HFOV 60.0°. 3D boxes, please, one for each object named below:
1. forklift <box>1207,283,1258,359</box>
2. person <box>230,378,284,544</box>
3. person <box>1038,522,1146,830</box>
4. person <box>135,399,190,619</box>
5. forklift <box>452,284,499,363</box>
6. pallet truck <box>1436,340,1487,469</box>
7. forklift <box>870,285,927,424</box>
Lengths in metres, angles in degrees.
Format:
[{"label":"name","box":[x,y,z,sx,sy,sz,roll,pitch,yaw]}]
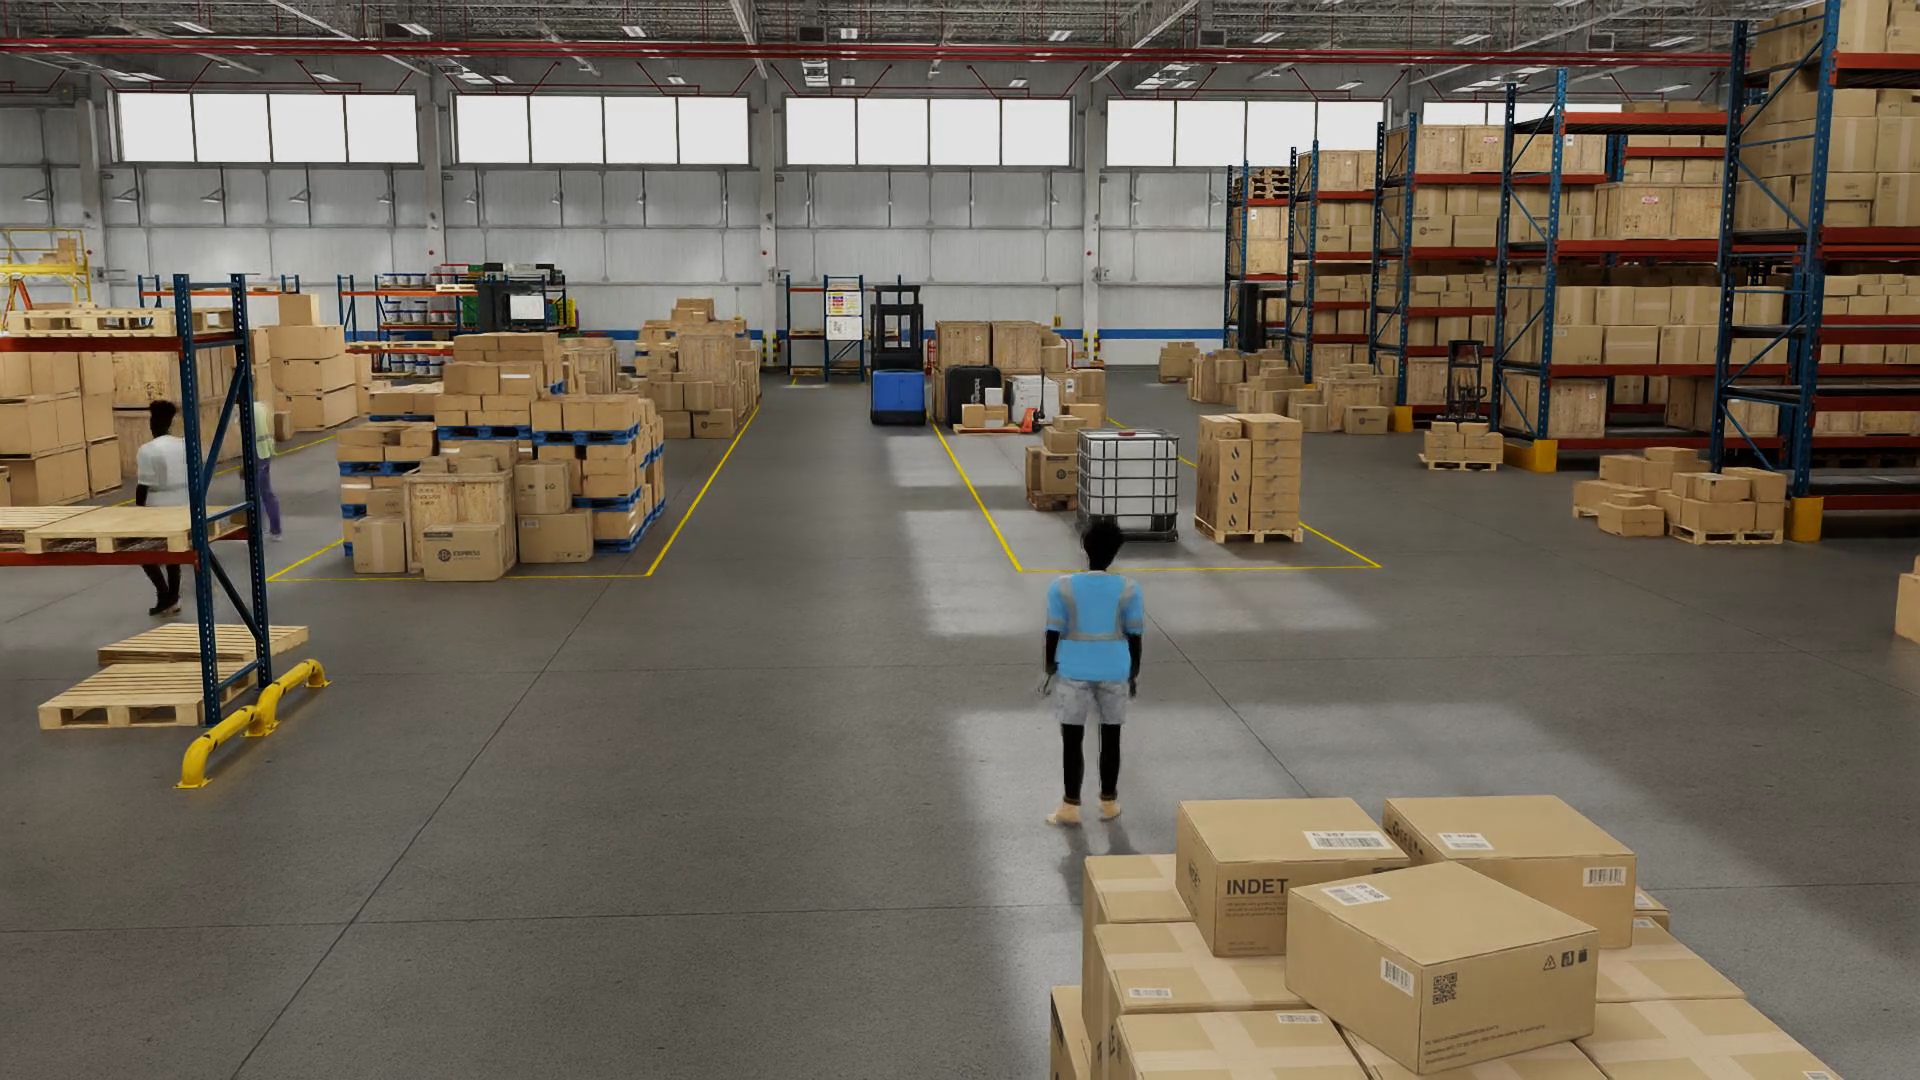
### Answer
[{"label":"forklift","box":[7.345,-5.204,42.708,1.873,2.768,1.129,-1,9,-4]},{"label":"person","box":[-8.010,-0.901,18.795,0.623,1.891,0.675,-1,9,-7]},{"label":"person","box":[0.734,0.752,9.108,0.580,1.670,0.475,0,9,0]},{"label":"person","box":[-7.046,-0.268,14.642,0.483,1.943,0.637,3,9,16]},{"label":"forklift","box":[-10.317,-4.215,36.494,1.873,2.768,1.129,-1,9,-4]},{"label":"pallet truck","box":[8.004,-2.170,26.422,0.823,1.965,1.885,2,9,14]},{"label":"forklift","box":[-1.272,-3.810,33.951,1.129,2.768,1.873,-1,9,-4]}]
